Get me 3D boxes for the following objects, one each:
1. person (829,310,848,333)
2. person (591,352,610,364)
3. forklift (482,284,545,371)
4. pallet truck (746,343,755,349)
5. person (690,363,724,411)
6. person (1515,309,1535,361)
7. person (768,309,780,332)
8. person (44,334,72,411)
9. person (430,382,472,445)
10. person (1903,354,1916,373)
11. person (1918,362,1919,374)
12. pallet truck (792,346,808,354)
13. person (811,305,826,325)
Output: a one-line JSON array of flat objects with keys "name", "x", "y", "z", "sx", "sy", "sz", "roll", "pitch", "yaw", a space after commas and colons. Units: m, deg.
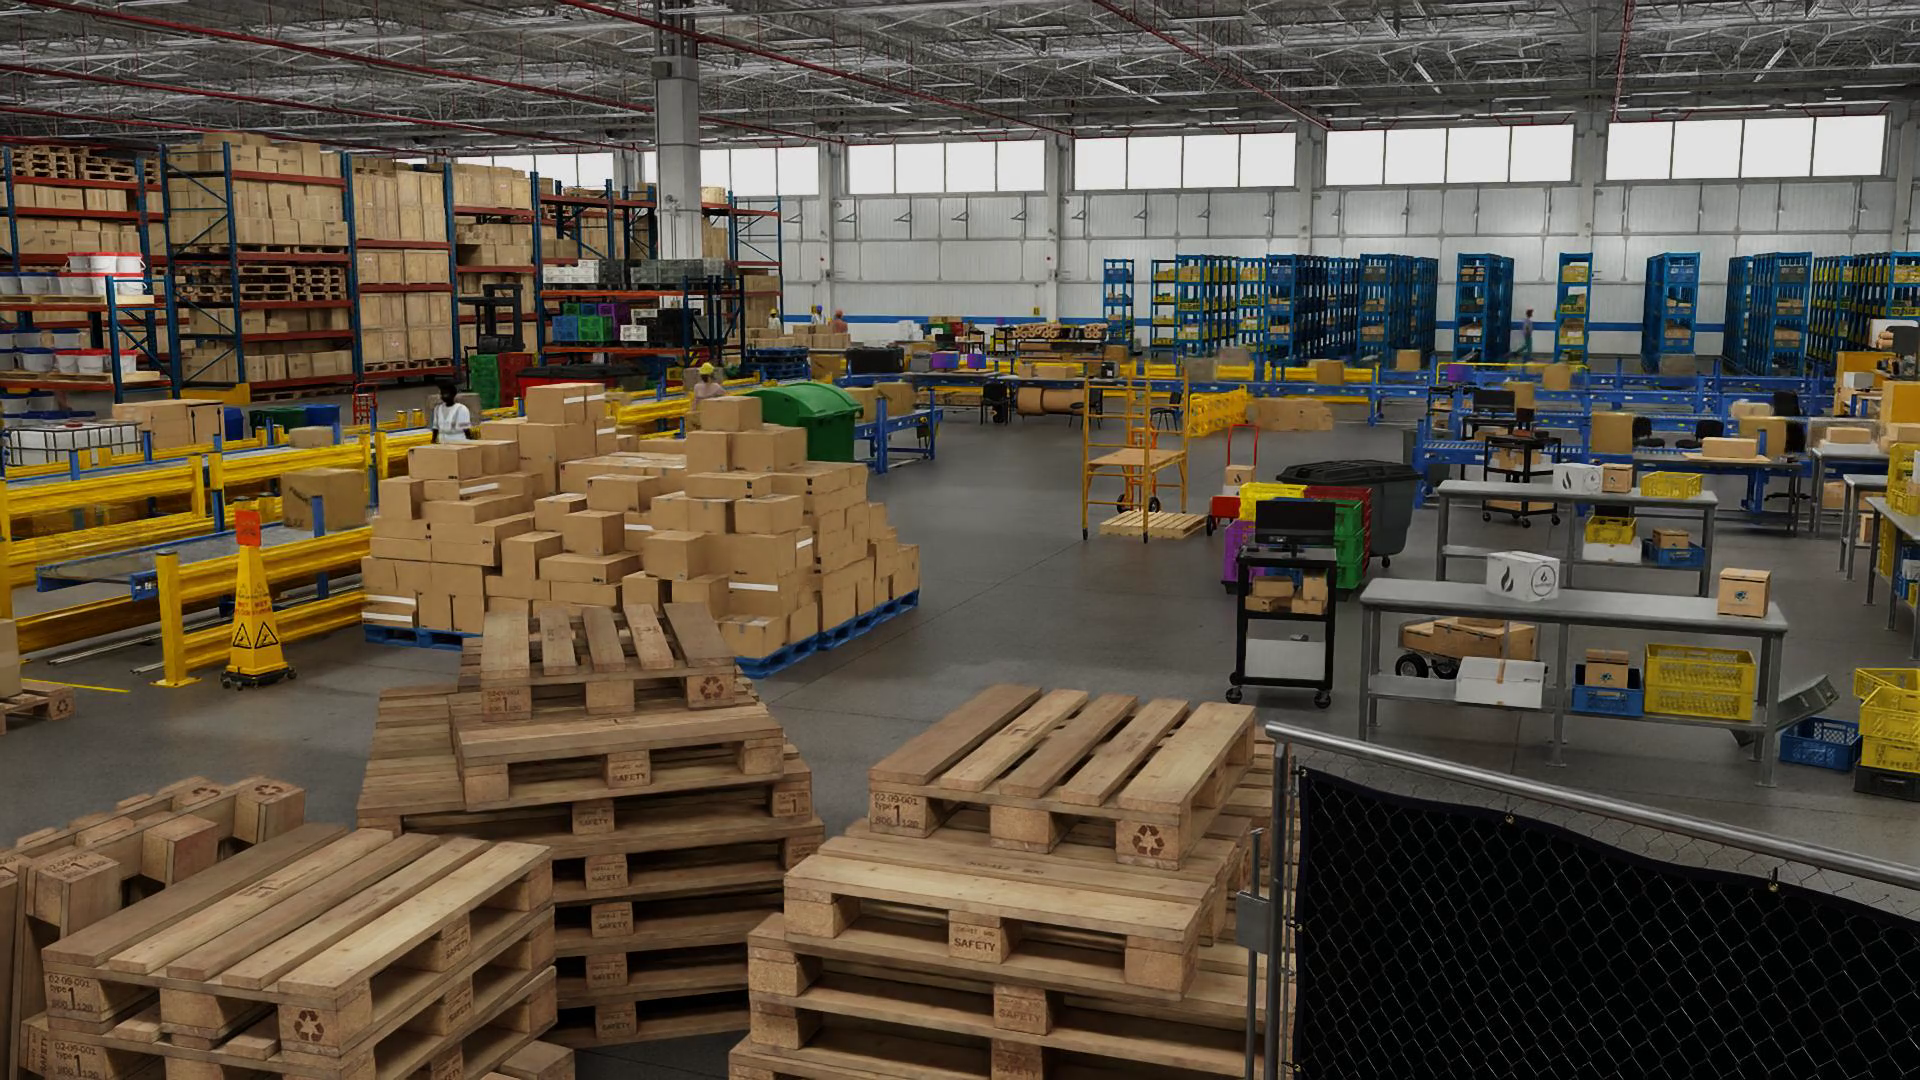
[{"name": "person", "x": -3.828, "y": -6.257, "z": 52.369, "sx": 0.626, "sy": 1.933, "sz": 1.060, "roll": 2, "pitch": 9, "yaw": 14}, {"name": "person", "x": -9.452, "y": -4.881, "z": 43.725, "sx": 0.654, "sy": 1.922, "sz": 0.432, "roll": 6, "pitch": 11, "yaw": 35}, {"name": "forklift", "x": -10.832, "y": -4.702, "z": 39.610, "sx": 1.129, "sy": 2.768, "sz": 1.873, "roll": 3, "pitch": 10, "yaw": 20}, {"name": "pallet truck", "x": -6.183, "y": -4.618, "z": 44.264, "sx": 1.601, "sy": 1.201, "sz": 0.680, "roll": -9, "pitch": 12, "yaw": -43}, {"name": "person", "x": -3.796, "y": -1.820, "z": 25.173, "sx": 0.537, "sy": 1.720, "sz": 0.922, "roll": 5, "pitch": 10, "yaw": 30}, {"name": "person", "x": 20.160, "y": -7.290, "z": 59.135, "sx": 0.624, "sy": 1.829, "sz": 0.589, "roll": 2, "pitch": 9, "yaw": 15}, {"name": "person", "x": -6.996, "y": -7.772, "z": 62.385, "sx": 0.533, "sy": 1.765, "sz": 0.326, "roll": 6, "pitch": 11, "yaw": 32}, {"name": "person", "x": -18.607, "y": -3.376, "z": 34.397, "sx": 0.775, "sy": 1.886, "sz": 0.639, "roll": 6, "pitch": 11, "yaw": 32}, {"name": "person", "x": -6.564, "y": -1.173, "z": 21.236, "sx": 0.556, "sy": 1.659, "sz": 0.818, "roll": 4, "pitch": 10, "yaw": 25}, {"name": "person", "x": 21.864, "y": -3.974, "z": 38.370, "sx": 0.659, "sy": 1.809, "sz": 0.630, "roll": 5, "pitch": 10, "yaw": 27}, {"name": "person", "x": 21.527, "y": -3.758, "z": 36.770, "sx": 0.677, "sy": 1.890, "sz": 0.435, "roll": -2, "pitch": 9, "yaw": -11}, {"name": "pallet truck", "x": -3.705, "y": -4.298, "z": 42.022, "sx": 0.653, "sy": 1.274, "sz": 1.630, "roll": 3, "pitch": 10, "yaw": 20}, {"name": "person", "x": -5.135, "y": -7.589, "z": 60.664, "sx": 0.617, "sy": 1.944, "sz": 0.397, "roll": -6, "pitch": 11, "yaw": -33}]
